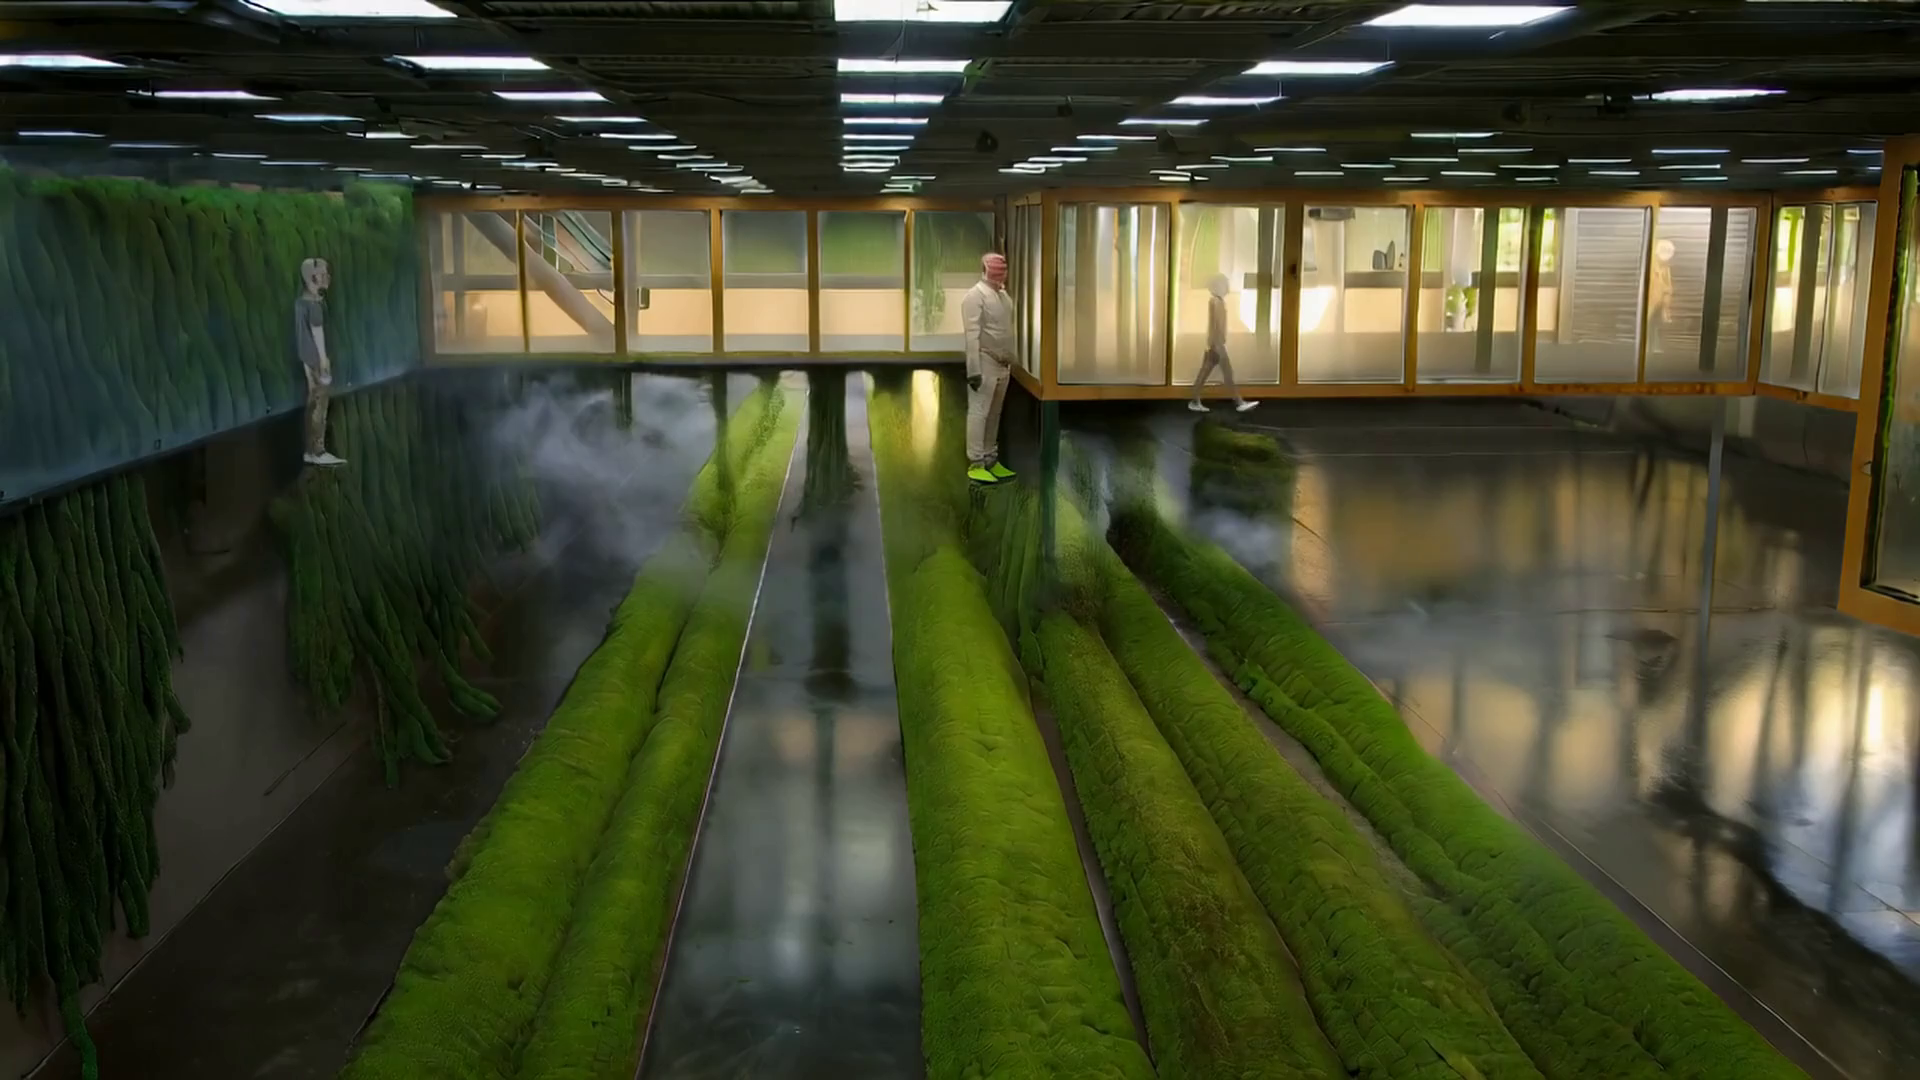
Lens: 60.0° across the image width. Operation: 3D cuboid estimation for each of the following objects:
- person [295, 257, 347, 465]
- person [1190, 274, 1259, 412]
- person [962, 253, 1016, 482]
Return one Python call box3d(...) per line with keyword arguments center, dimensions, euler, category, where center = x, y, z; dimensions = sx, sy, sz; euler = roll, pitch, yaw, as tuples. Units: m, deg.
box3d(center=(-5.775, -1.598, 14.951), dimensions=(0.320, 1.864, 0.513), euler=(-8, 13, -36), category="person")
box3d(center=(3.050, -2.261, 19.204), dimensions=(0.825, 1.585, 0.523), euler=(2, 11, 11), category="person")
box3d(center=(0.277, -1.452, 14.019), dimensions=(0.399, 1.909, 0.642), euler=(6, 12, 29), category="person")
